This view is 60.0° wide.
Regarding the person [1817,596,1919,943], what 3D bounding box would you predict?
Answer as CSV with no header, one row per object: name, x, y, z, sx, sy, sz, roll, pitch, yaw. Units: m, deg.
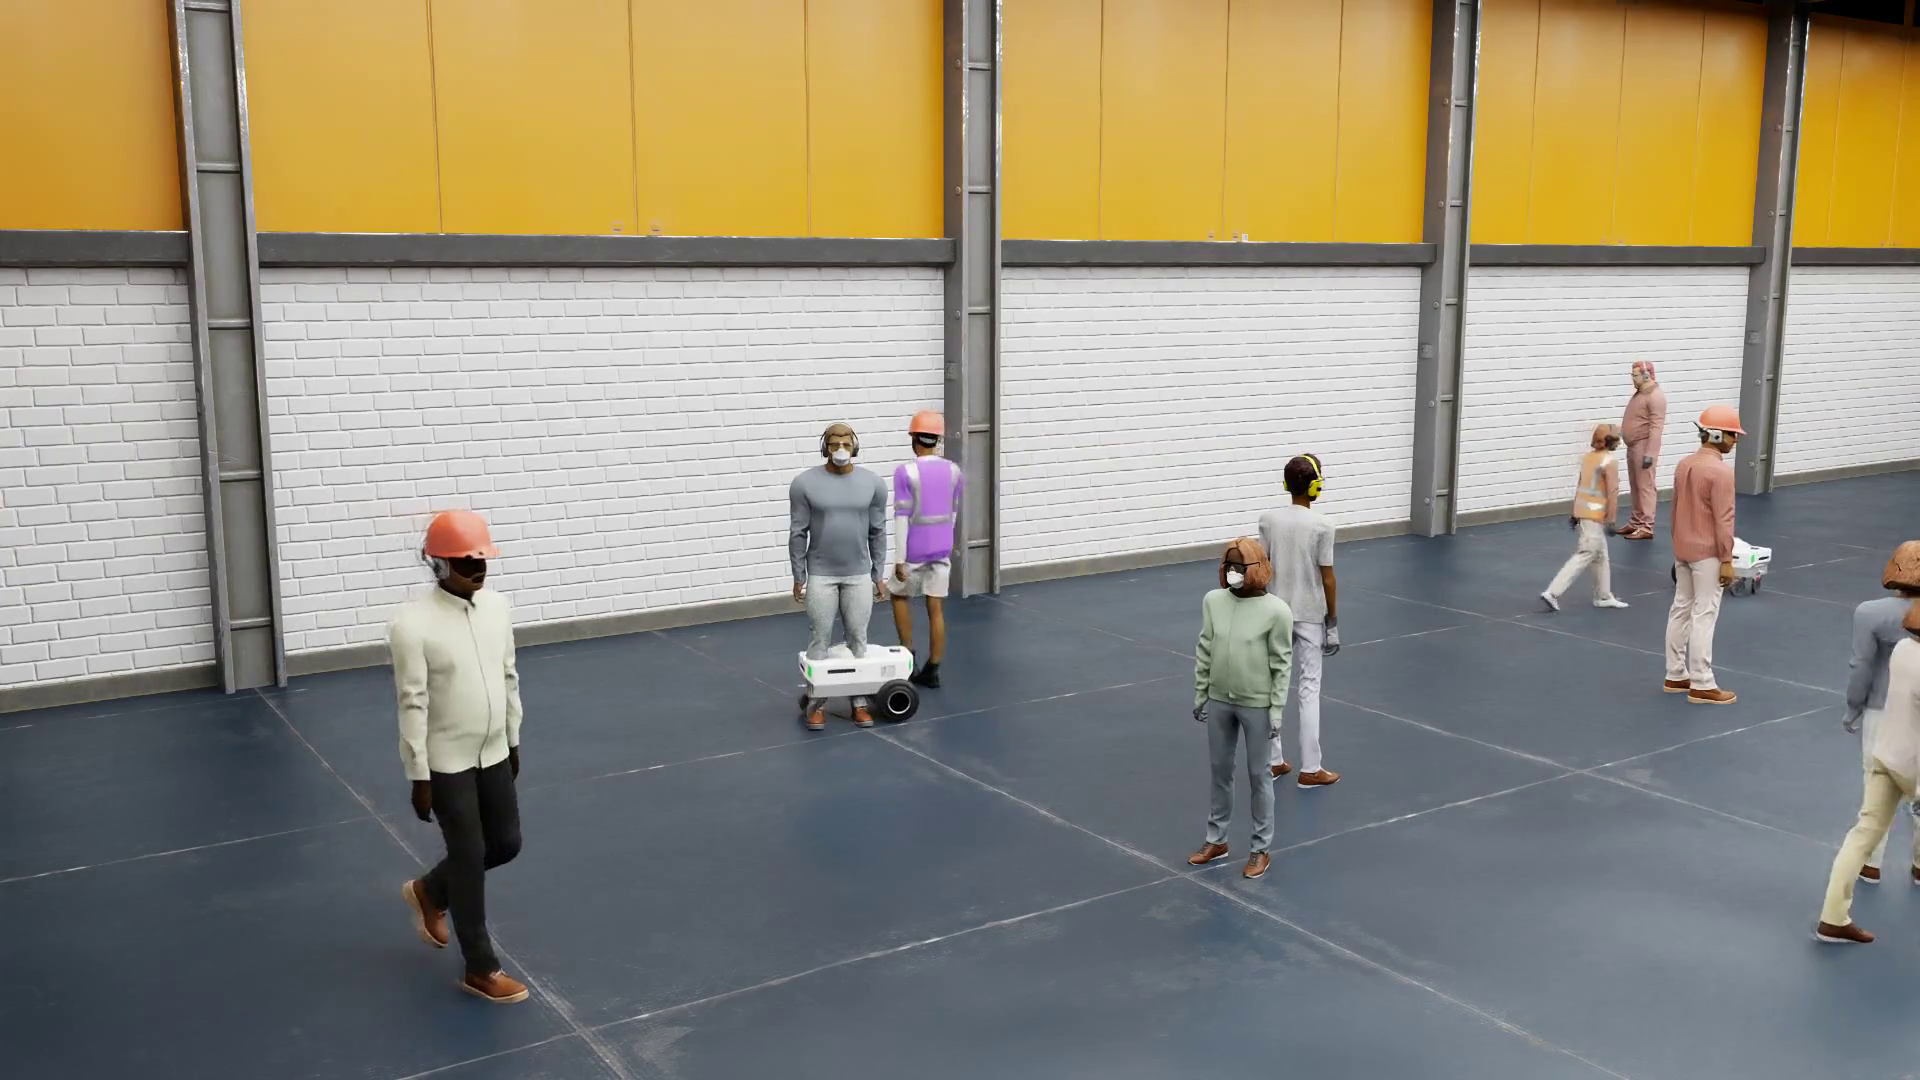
person,4.090,0.968,7.016,0.835,1.587,0.518,1,9,3

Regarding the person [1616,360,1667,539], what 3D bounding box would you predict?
person,7.231,-0.956,17.695,0.403,1.908,0.661,1,9,4

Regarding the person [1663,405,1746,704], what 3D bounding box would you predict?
person,4.984,0.090,11.121,0.392,1.988,0.609,-1,9,-6

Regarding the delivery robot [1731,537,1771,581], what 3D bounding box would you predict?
delivery robot,6.831,0.142,14.837,0.477,0.478,0.707,-7,12,-37

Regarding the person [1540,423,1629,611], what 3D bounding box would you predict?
person,5.260,-0.187,13.950,0.769,1.604,0.537,0,9,-1

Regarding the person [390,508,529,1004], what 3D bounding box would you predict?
person,-2.025,0.839,6.652,0.680,1.975,0.620,5,11,29

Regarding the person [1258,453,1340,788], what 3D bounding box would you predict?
person,1.898,0.449,9.315,0.517,1.874,0.327,9,13,42

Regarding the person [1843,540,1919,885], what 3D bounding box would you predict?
person,4.435,0.814,7.828,0.503,1.632,0.274,2,10,13

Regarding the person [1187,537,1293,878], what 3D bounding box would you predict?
person,1.342,0.790,7.969,0.499,1.633,0.286,7,12,38

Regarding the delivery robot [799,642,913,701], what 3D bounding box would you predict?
delivery robot,-0.673,0.827,10.709,0.707,0.478,0.477,-2,10,-14

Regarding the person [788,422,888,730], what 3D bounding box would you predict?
person,-0.758,0.225,10.460,0.632,1.940,0.372,-2,10,-11

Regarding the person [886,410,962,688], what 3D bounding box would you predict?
person,-0.256,0.064,11.504,0.556,1.911,0.528,-6,11,-31
